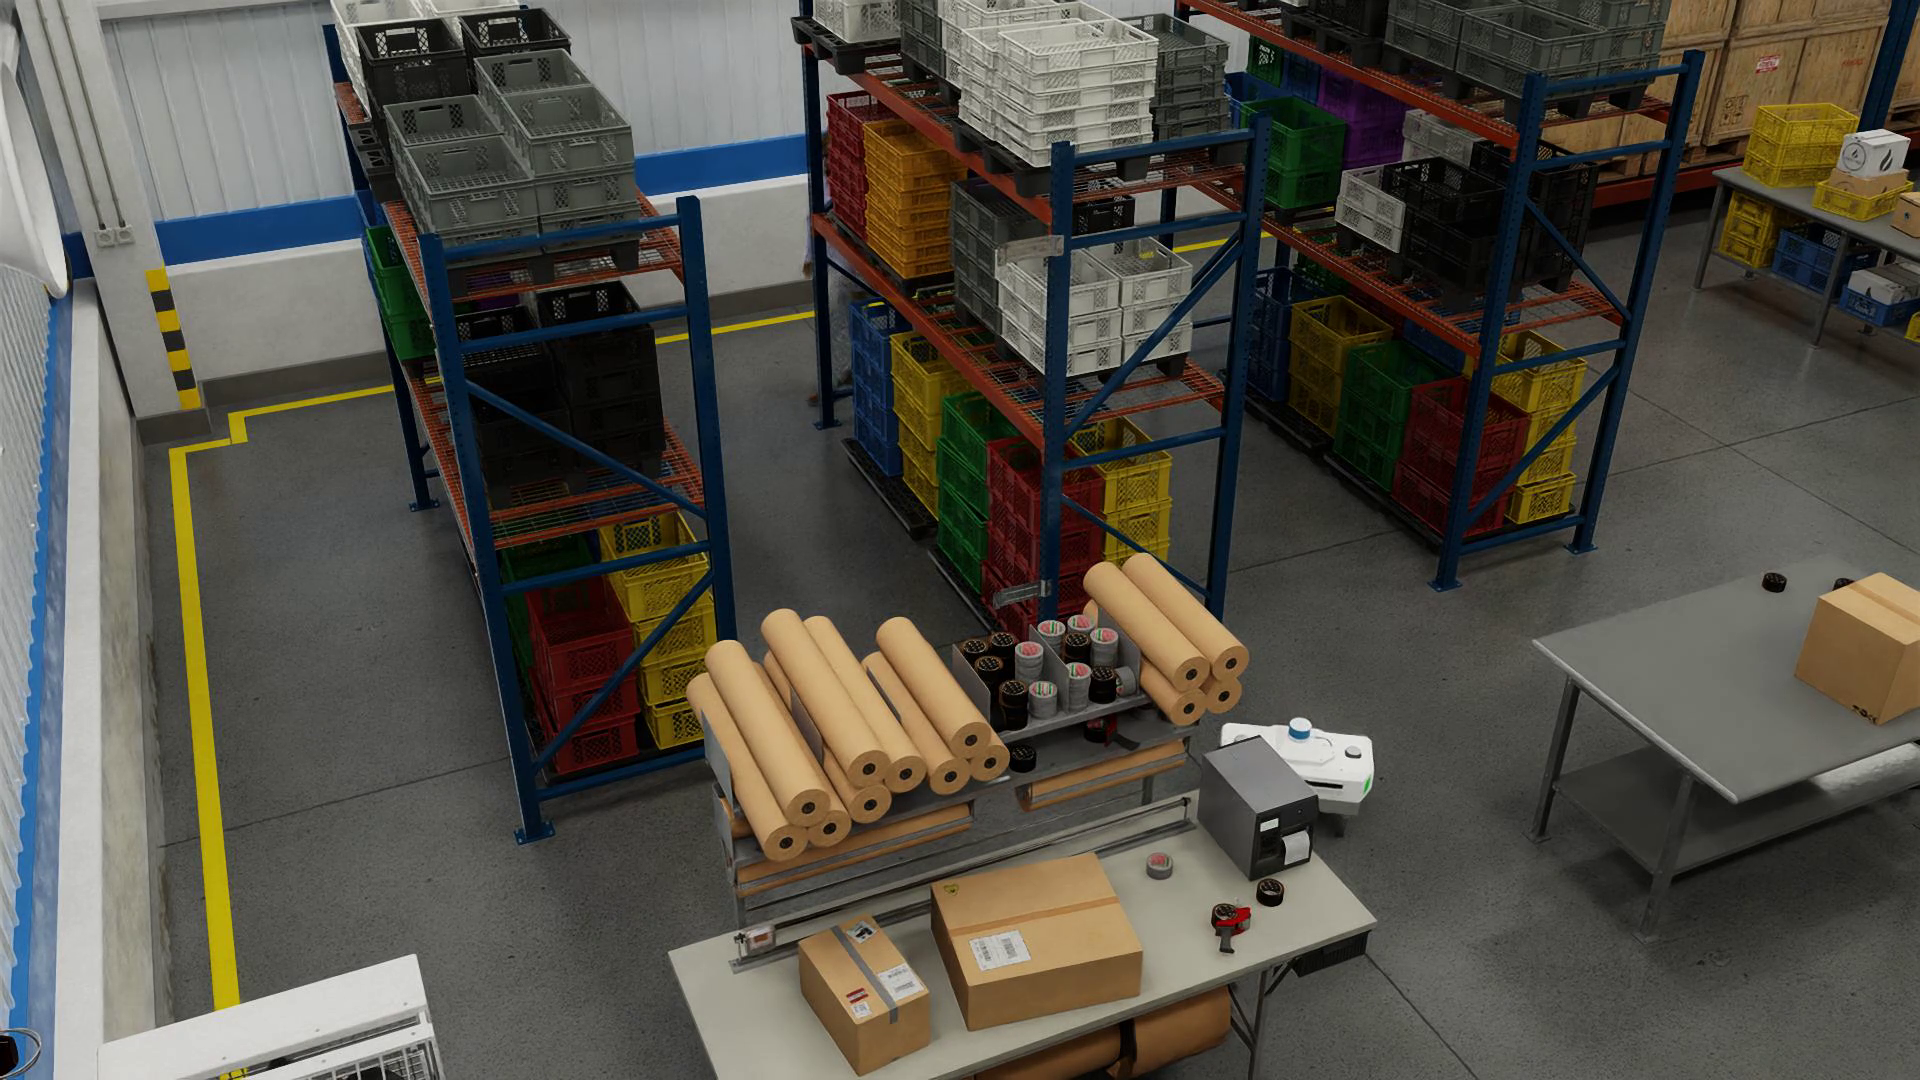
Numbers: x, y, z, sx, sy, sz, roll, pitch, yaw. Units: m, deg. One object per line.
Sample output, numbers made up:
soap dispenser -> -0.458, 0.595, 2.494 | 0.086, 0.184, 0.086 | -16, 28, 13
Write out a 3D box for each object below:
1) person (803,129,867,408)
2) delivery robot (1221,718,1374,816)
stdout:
person -> -0.859, -1.880, 11.443 | 0.503, 1.945, 0.637 | -18, 36, -26
delivery robot -> 1.588, 1.061, 7.866 | 0.707, 0.478, 0.477 | 5, 32, 8
